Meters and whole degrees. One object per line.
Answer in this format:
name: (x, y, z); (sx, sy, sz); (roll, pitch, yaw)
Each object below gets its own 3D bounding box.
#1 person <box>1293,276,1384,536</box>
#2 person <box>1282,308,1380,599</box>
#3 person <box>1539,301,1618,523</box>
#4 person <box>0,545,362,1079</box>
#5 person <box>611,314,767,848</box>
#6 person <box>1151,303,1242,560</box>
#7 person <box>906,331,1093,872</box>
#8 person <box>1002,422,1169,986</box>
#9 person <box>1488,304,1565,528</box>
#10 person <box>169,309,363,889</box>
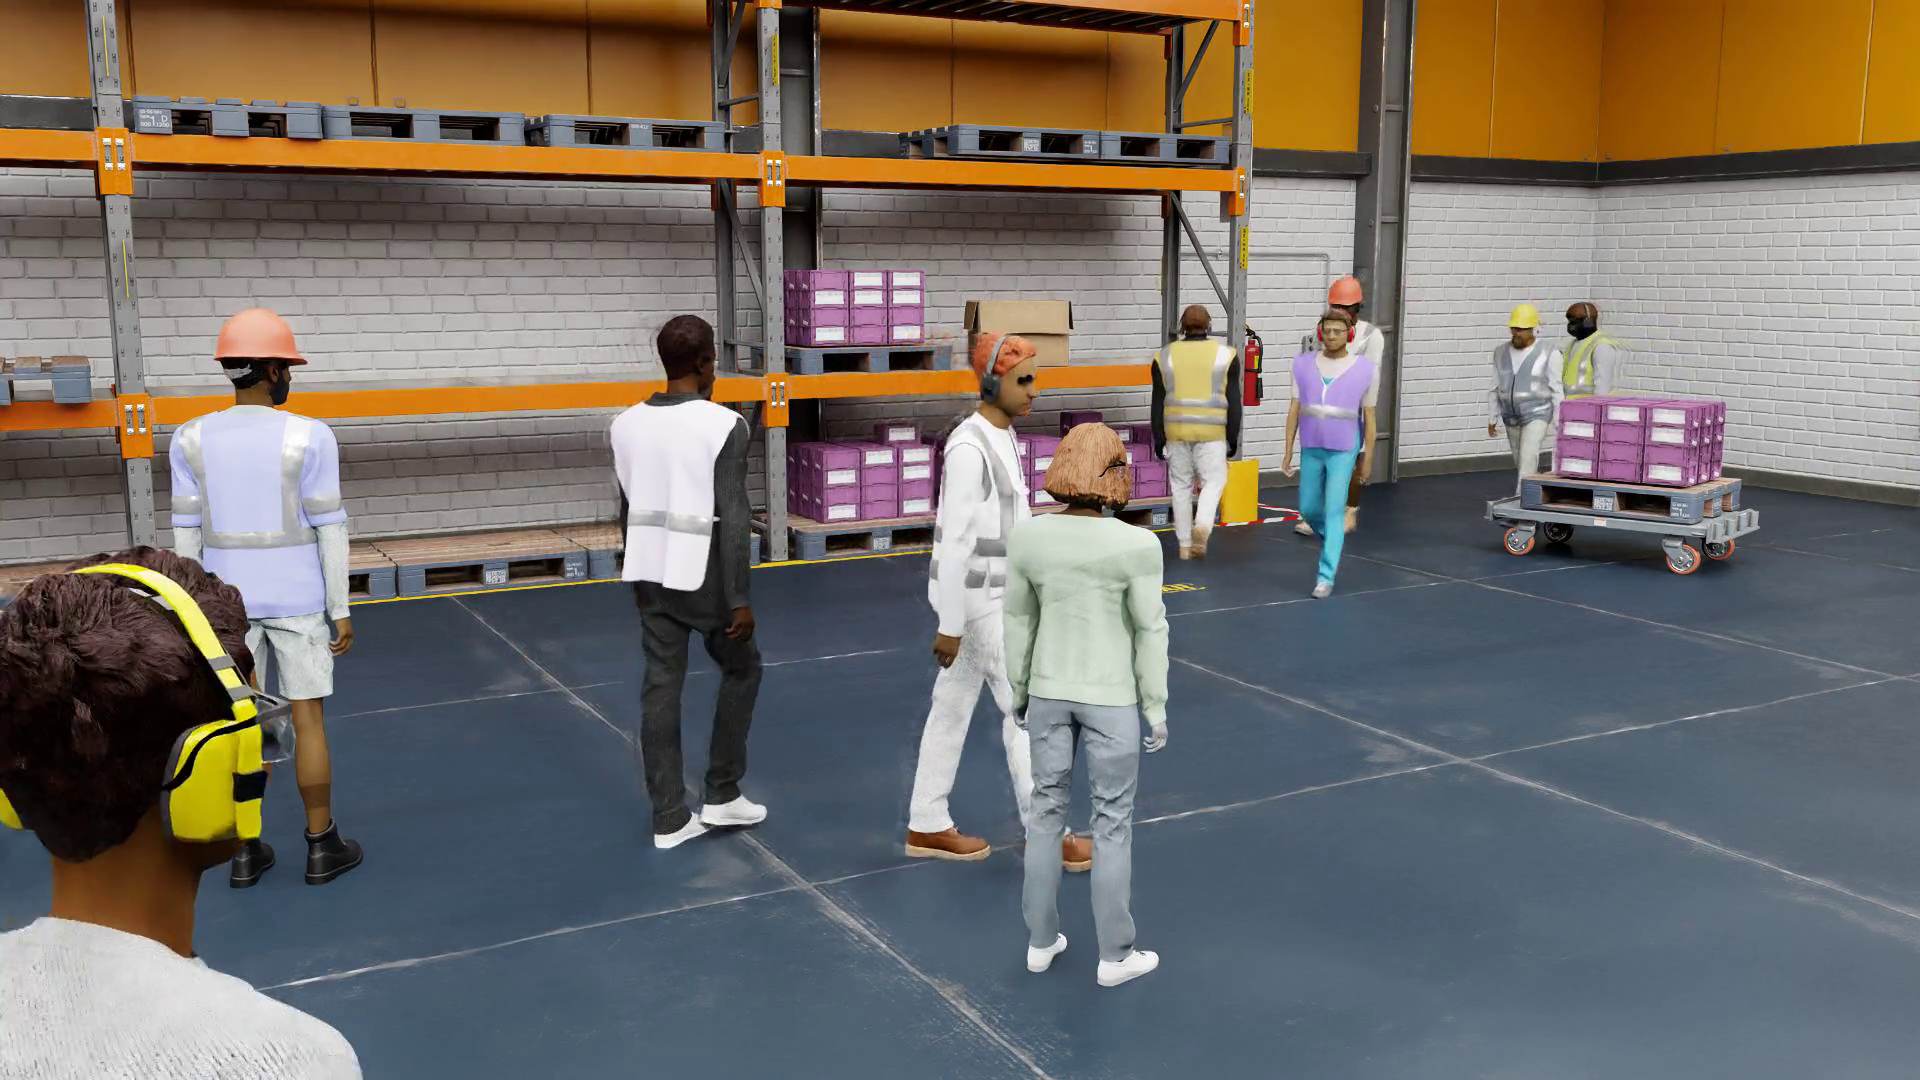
person: (2.876, -0.998, 12.690); (0.642, 1.995, 0.858); (8, 12, 39)
person: (2.379, -0.571, 10.614); (0.581, 1.825, 0.733); (6, 11, 31)
person: (5.127, -1.021, 13.441); (0.902, 1.804, 0.662); (-1, 9, -7)
person: (-0.644, 0.921, 1.461); (0.550, 1.841, 0.717); (3, 10, 20)
person: (-0.937, 0.142, 6.022); (0.631, 1.898, 0.619); (5, 11, 28)
person: (1.639, -0.736, 11.631); (0.639, 1.825, 0.619); (3, 10, 16)
person: (0.191, 0.219, 5.700); (0.849, 1.847, 0.566); (1, 9, 6)
person: (0.366, 0.474, 4.824); (0.507, 1.632, 0.274); (5, 11, 29)
person: (4.593, -1.016, 13.446); (0.796, 1.788, 0.599); (-7, 12, -38)
person: (-2.315, 0.200, 5.579); (0.550, 1.933, 0.371); (-1, 9, -3)
